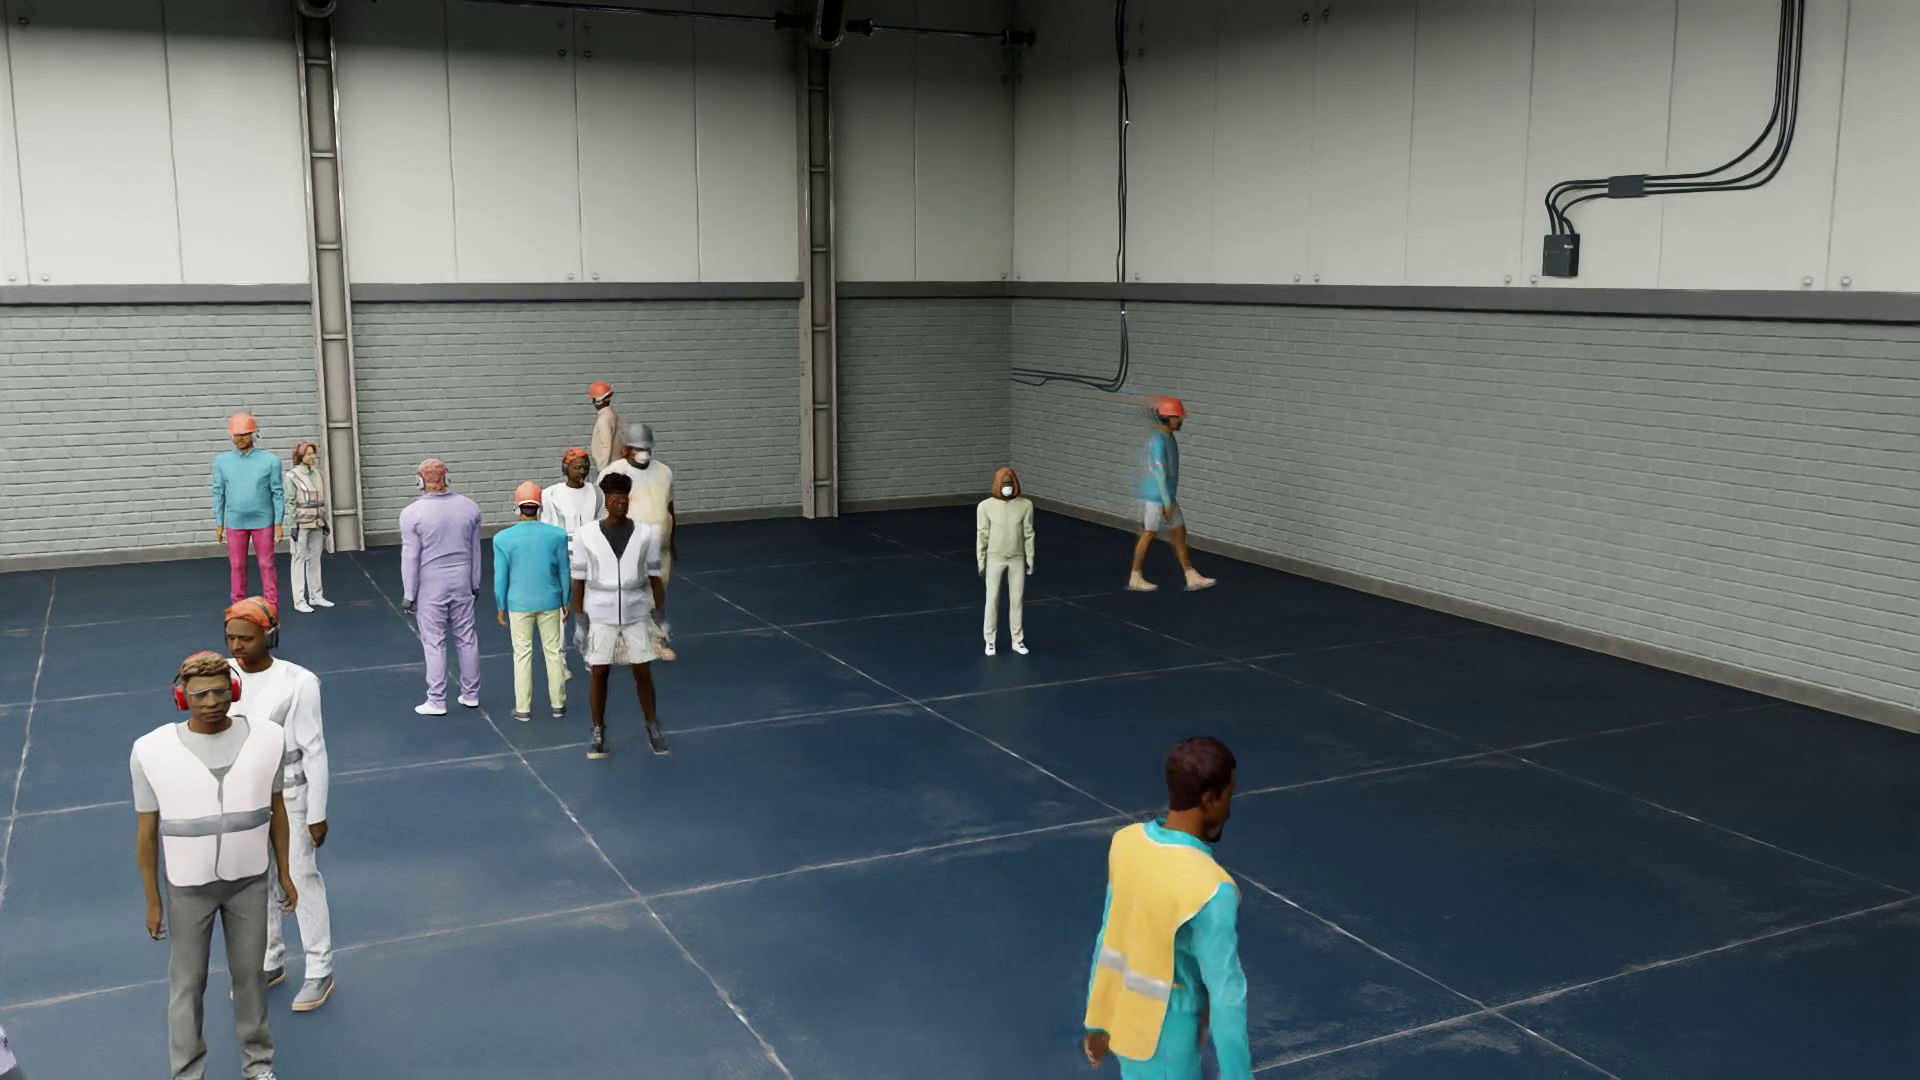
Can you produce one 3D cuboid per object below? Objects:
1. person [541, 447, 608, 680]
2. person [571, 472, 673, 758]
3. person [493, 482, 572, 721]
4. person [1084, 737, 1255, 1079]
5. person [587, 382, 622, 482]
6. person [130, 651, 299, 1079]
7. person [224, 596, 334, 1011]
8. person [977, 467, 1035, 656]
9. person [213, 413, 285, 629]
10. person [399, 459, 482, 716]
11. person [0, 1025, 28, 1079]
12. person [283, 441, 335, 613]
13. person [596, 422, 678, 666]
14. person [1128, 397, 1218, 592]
[{"bbox_3d":[-3.086,0.186,13.405,0.576,1.877,0.347,-6,11,-32],"label":"person"},{"bbox_3d":[-2.267,0.510,11.194,0.686,1.955,0.401,-3,10,-16],"label":"person"},{"bbox_3d":[-3.121,0.445,12.168,0.559,1.752,0.325,-4,10,-24],"label":"person"},{"bbox_3d":[0.624,1.531,5.075,0.459,1.892,0.596,-3,10,-20],"label":"person"},{"bbox_3d":[-4.152,-0.861,19.502,0.391,1.986,0.609,0,9,-2],"label":"person"},{"bbox_3d":[-2.878,1.325,6.459,0.564,1.847,0.396,-7,12,-37],"label":"person"},{"bbox_3d":[-3.060,1.168,7.382,0.591,1.873,0.371,3,10,17],"label":"person"},{"bbox_3d":[0.386,0.183,14.182,0.499,1.627,0.280,-2,9,-11],"label":"person"},{"bbox_3d":[-6.479,-0.163,15.164,0.614,1.997,0.374,-2,9,-11],"label":"person"},{"bbox_3d":[-3.849,0.350,12.310,0.400,1.902,0.643,9,13,43],"label":"person"},{"bbox_3d":[-3.103,1.632,5.302,0.783,1.605,0.537,-7,11,-35],"label":"person"},{"bbox_3d":[-6.303,-0.132,16.063,0.308,1.644,0.511,3,10,17],"label":"person"},{"bbox_3d":[-2.659,0.023,13.885,0.691,2.000,0.536,-6,11,-33],"label":"person"},{"bbox_3d":[2.165,-0.441,16.873,0.985,1.995,0.638,4,10,22],"label":"person"}]
